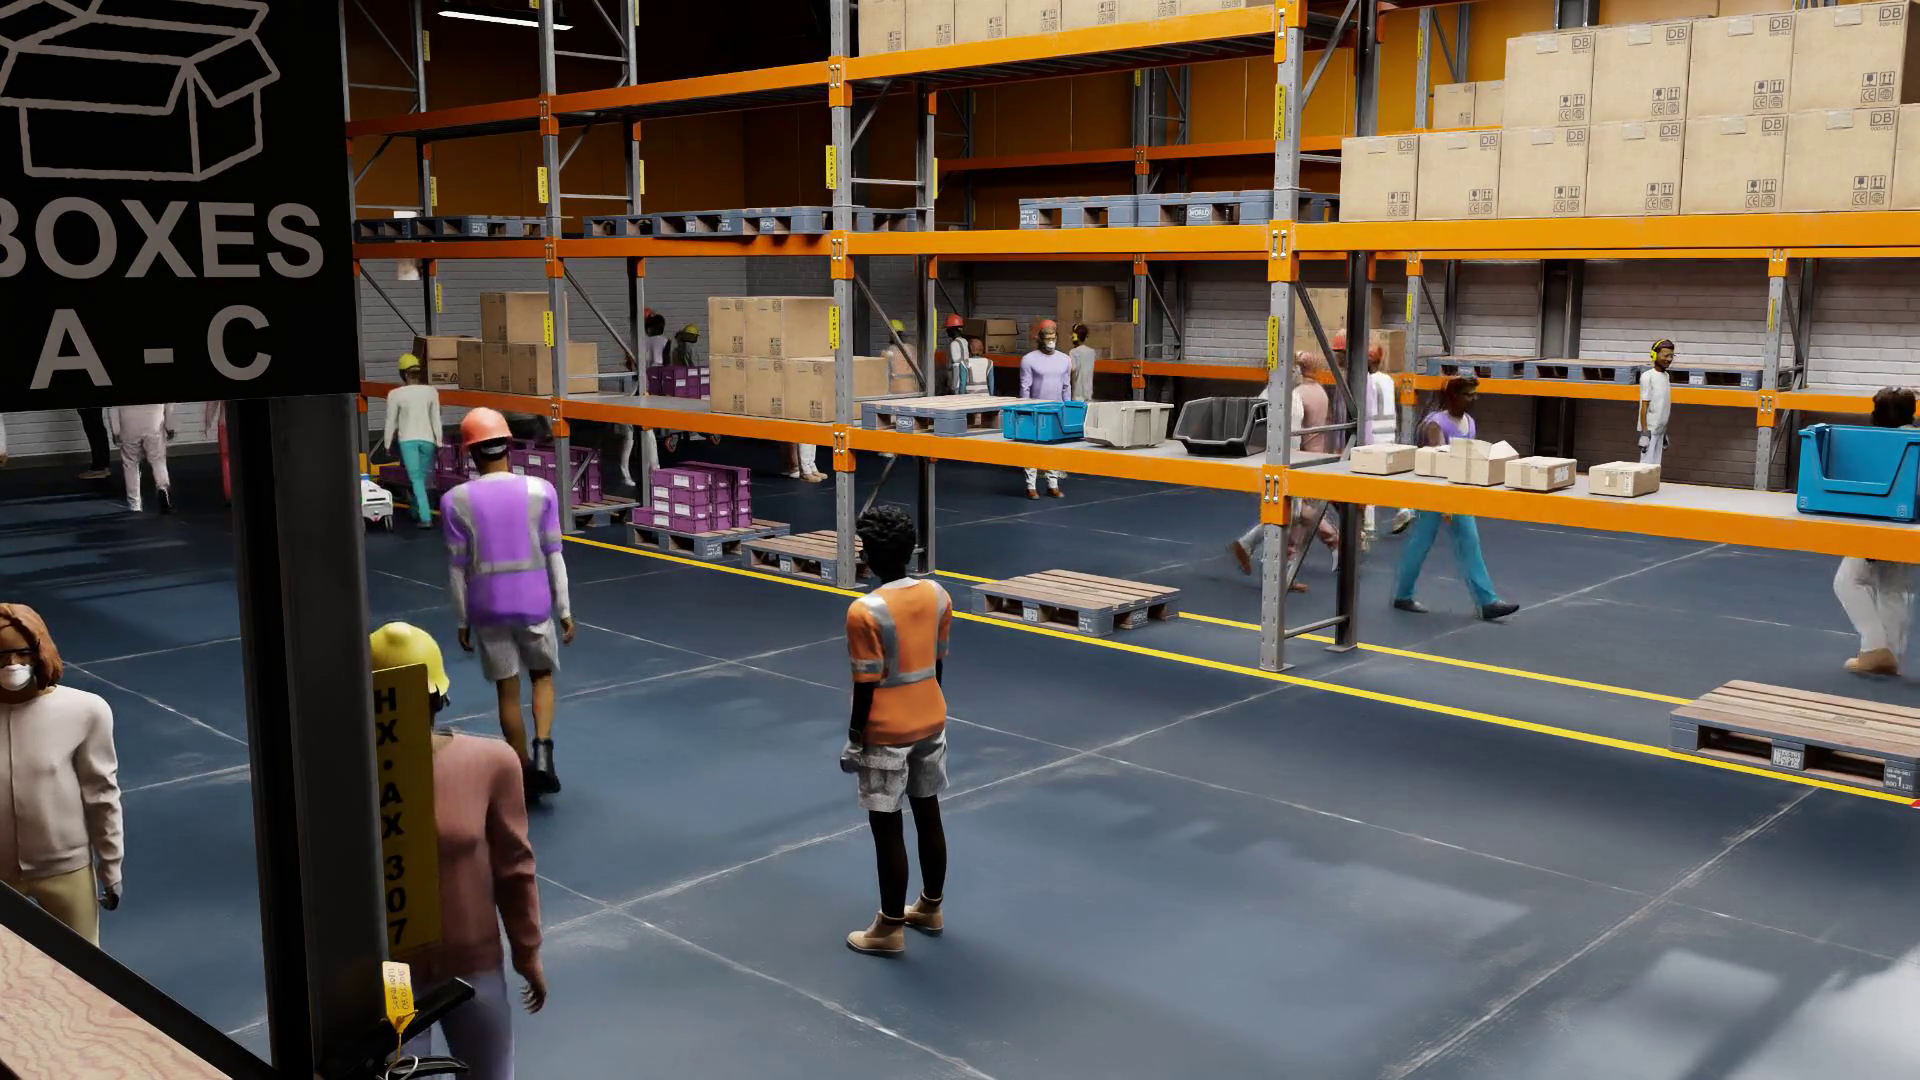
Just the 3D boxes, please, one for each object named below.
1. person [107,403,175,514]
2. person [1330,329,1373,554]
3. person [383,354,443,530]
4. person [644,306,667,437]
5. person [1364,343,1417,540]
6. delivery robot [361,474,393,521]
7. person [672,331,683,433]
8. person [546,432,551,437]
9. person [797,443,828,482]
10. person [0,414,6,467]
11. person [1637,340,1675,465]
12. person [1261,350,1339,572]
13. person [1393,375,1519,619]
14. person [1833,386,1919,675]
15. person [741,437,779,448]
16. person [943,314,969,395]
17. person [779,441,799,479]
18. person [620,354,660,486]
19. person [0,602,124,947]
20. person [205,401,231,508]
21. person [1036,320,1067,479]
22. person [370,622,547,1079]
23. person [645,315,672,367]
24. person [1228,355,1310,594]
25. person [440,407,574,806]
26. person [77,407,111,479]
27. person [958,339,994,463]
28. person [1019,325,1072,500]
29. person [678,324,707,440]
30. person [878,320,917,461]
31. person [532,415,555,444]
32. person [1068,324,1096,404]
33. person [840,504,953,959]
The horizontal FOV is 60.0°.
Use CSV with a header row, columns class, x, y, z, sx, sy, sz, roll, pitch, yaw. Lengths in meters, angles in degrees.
class,x,y,z,sx,sy,sz,roll,pitch,yaw
person,-8.511,-1.189,17.318,0.648,1.873,0.839,-7,11,-35
person,3.478,-0.872,14.894,0.433,2.027,0.623,6,11,32
person,-5.436,-0.976,16.500,0.540,1.717,0.916,-9,13,-43
person,-4.686,-2.559,25.333,0.850,2.018,0.615,3,10,16
person,3.976,-0.918,15.668,0.541,1.867,0.614,7,12,37
delivery robot,-5.819,-0.404,16.248,0.477,0.478,0.707,-7,12,-37
person,-4.219,-2.400,25.550,0.514,1.605,0.567,8,12,40
person,-6.385,-2.527,25.582,0.665,1.862,0.833,1,9,3
person,-1.800,-1.623,20.072,0.429,1.842,0.634,2,9,10
person,-9.341,-0.878,15.661,0.604,1.795,0.910,-7,12,-38
person,6.903,-1.054,16.520,0.535,1.862,0.313,-9,13,-44
person,2.948,-0.658,14.065,0.794,1.884,0.654,6,11,32
person,3.615,-0.309,12.172,0.586,1.787,0.989,-8,12,-40
person,5.794,-0.046,10.432,0.652,1.831,0.462,-8,12,-42
person,-2.765,-2.247,23.788,0.549,1.893,1.006,-7,12,-39
person,-0.066,-2.172,23.151,0.377,1.932,0.552,2,10,15
person,-2.026,-1.709,20.401,0.401,1.910,0.642,-4,10,-23
person,-3.706,-1.410,19.467,0.768,1.597,0.530,5,10,26
person,-2.686,0.976,4.810,0.493,1.625,0.281,-4,10,-25
person,-7.859,-1.229,18.012,0.581,1.723,0.835,-3,10,-19
person,1.070,-1.709,20.296,0.393,1.948,0.721,-2,9,-10
person,-1.321,1.030,4.085,0.537,1.746,0.650,-5,11,-29
person,-4.629,-2.454,25.092,0.599,1.881,0.903,4,10,25
person,2.478,-0.546,13.249,0.690,1.917,0.634,7,12,37
person,-2.146,0.324,7.910,0.582,1.909,0.457,-3,10,-17
person,-10.681,-1.744,20.354,0.392,1.990,0.614,-2,9,-11
person,0.215,-1.844,22.047,0.518,1.638,0.315,-4,10,-24
person,0.962,-1.416,18.506,0.629,1.939,0.372,-4,10,-22
person,-4.029,-2.363,24.933,0.311,1.736,0.483,-7,12,-37
person,-0.797,-2.007,22.297,0.583,1.887,0.913,-5,11,-29
person,-5.058,-1.608,20.689,0.763,1.593,0.602,-1,9,-5
person,1.509,-1.883,21.649,0.560,1.840,0.788,-8,12,-39
person,-0.239,0.711,6.219,0.321,1.692,0.529,7,12,38
